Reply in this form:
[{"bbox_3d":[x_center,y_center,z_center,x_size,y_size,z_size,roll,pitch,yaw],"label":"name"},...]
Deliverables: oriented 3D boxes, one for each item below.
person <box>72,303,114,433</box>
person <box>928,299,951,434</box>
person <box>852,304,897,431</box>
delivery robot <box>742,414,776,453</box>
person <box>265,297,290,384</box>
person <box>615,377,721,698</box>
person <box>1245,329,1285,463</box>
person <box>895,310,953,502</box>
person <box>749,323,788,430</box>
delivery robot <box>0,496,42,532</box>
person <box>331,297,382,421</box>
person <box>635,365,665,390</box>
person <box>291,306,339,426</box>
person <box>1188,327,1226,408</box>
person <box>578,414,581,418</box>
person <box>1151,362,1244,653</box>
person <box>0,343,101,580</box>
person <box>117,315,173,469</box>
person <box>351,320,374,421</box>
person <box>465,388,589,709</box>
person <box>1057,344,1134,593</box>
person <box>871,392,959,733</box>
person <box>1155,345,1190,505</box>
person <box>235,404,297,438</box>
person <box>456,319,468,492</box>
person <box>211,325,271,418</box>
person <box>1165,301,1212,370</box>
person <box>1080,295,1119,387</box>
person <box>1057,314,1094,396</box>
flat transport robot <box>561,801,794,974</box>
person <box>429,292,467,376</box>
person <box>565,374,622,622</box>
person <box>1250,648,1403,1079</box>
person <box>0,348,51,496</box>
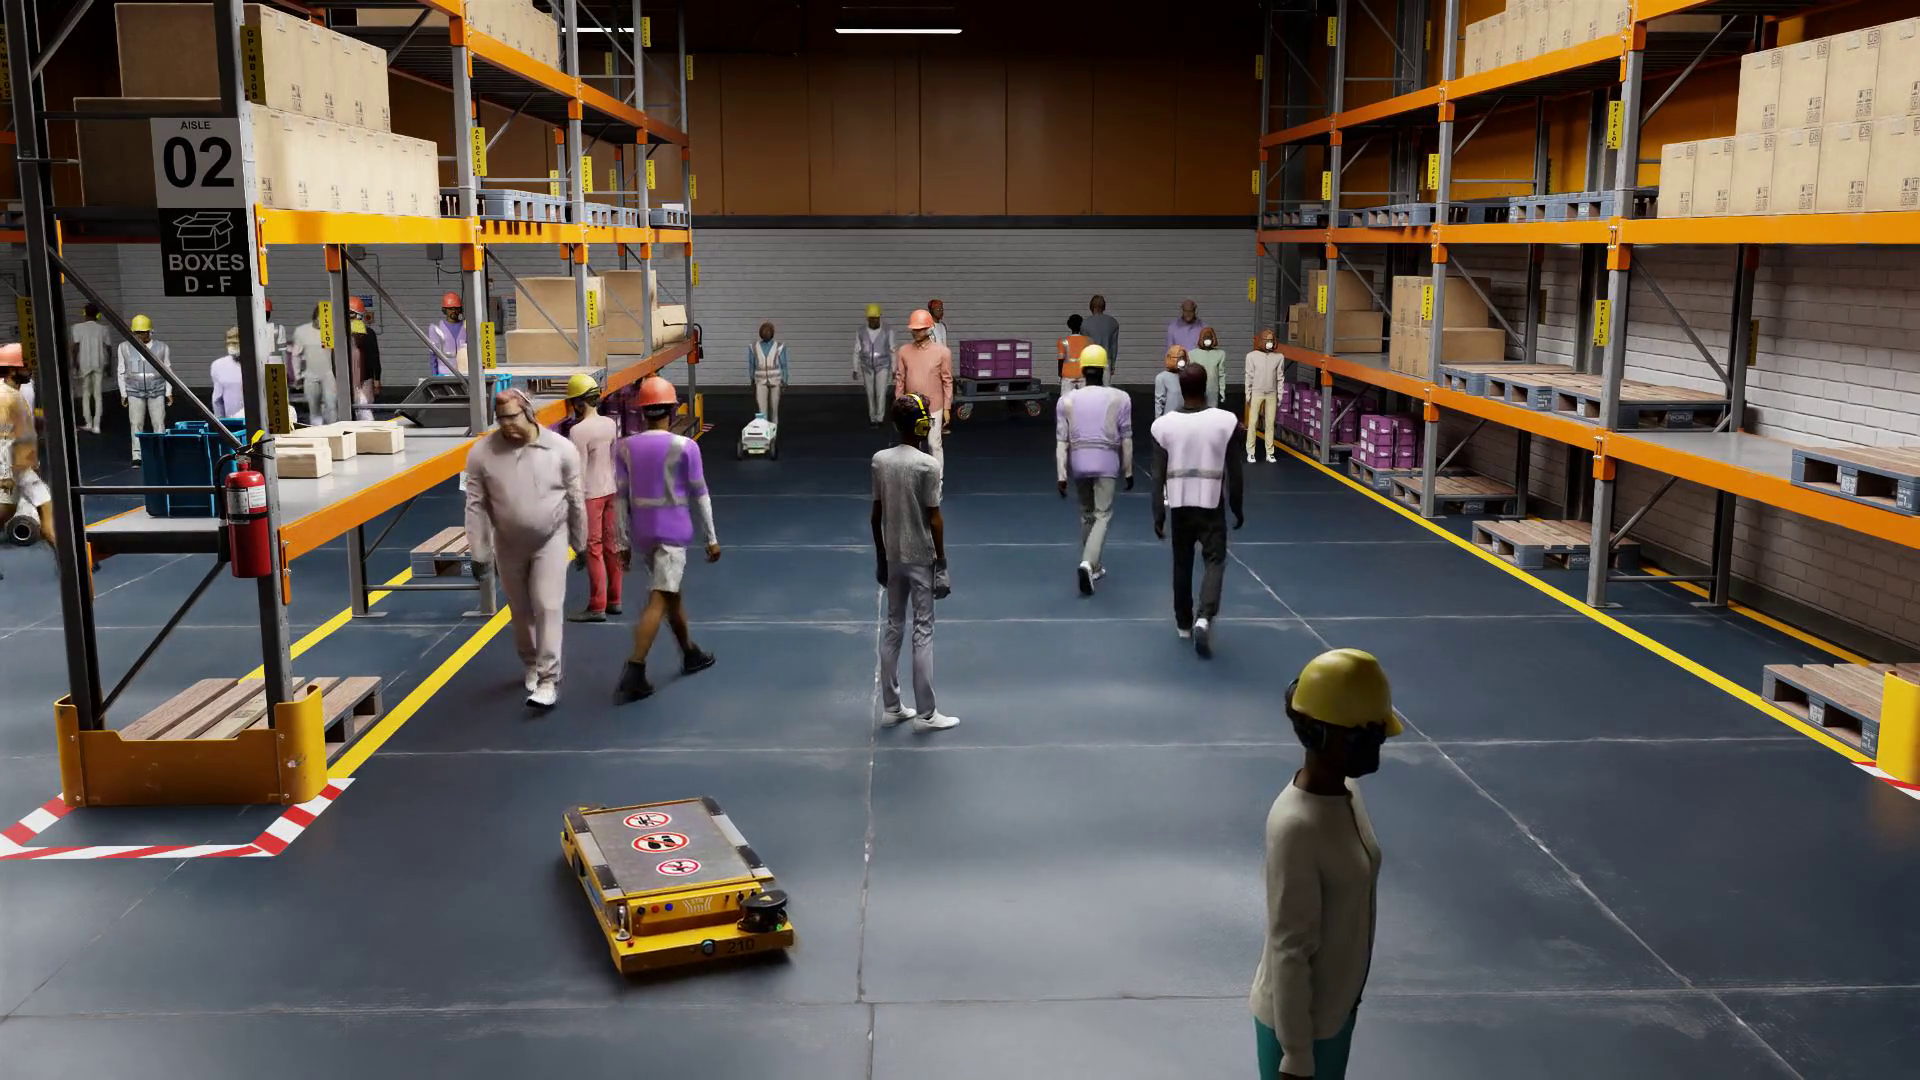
[{"bbox_3d":[-12.250,-2.432,23.495,0.554,1.816,0.672,-6,12,-32],"label":"person"},{"bbox_3d":[-0.345,-2.396,23.137,0.356,1.883,0.573,7,12,34],"label":"person"},{"bbox_3d":[-1.230,-2.423,23.539,0.610,1.785,0.936,2,10,9],"label":"person"},{"bbox_3d":[-2.484,-1.322,20.591,0.477,0.478,0.707,0,10,1],"label":"delivery robot"},{"bbox_3d":[-9.288,-2.278,22.320,0.543,1.939,0.361,-3,11,-17],"label":"person"},{"bbox_3d":[-1.792,-0.036,9.981,0.560,1.884,1.017,5,11,24],"label":"person"},{"bbox_3d":[3.701,-1.747,20.239,0.497,1.629,0.277,-1,10,-8],"label":"person"},{"bbox_3d":[-0.384,-1.372,17.122,0.621,1.989,0.398,4,11,21],"label":"person"},{"bbox_3d":[-2.581,-2.131,22.475,0.524,1.590,0.875,0,10,-2],"label":"person"},{"bbox_3d":[-8.512,-0.284,14.809,0.707,0.478,0.477,-1,10,-7],"label":"delivery robot"},{"bbox_3d":[-7.507,-2.024,20.747,0.622,1.994,0.381,1,10,7],"label":"person"},{"bbox_3d":[-4.791,-2.832,25.485,0.575,1.914,0.625,-2,10,-8],"label":"person"},{"bbox_3d":[-8.146,-2.049,21.197,0.679,1.879,0.823,-1,10,-8],"label":"person"},{"bbox_3d":[3.055,-1.827,20.656,0.501,1.632,0.280,0,10,-2],"label":"person"},{"bbox_3d":[-5.519,-2.583,24.770,0.698,1.658,0.572,-9,14,-43],"label":"person"},{"bbox_3d":[1.564,-0.227,11.022,0.609,1.894,0.848,3,11,17],"label":"person"},{"bbox_3d":[-7.483,-0.607,13.161,0.983,1.895,0.570,-5,11,-27],"label":"person"},{"bbox_3d":[-9.660,-1.756,19.742,0.588,1.822,0.403,-5,11,-25],"label":"person"},{"bbox_3d":[-7.261,-1.762,19.982,0.402,1.744,0.530,-8,13,-39],"label":"person"},{"bbox_3d":[-2.500,0.044,9.639,0.673,1.855,0.997,-1,10,-6],"label":"person"},{"bbox_3d":[1.020,-0.559,12.873,0.586,1.901,0.879,4,11,20],"label":"person"},{"bbox_3d":[-0.262,0.123,9.135,0.518,1.873,0.328,8,13,39],"label":"person"},{"bbox_3d":[2.204,-1.177,17.037,0.500,1.633,0.279,-7,12,-34],"label":"person"},{"bbox_3d":[-5.603,-0.543,13.534,0.531,1.621,0.393,-10,14,-44],"label":"person"},{"bbox_3d":[-5.211,-1.477,17.921,0.399,1.919,0.582,0,10,2],"label":"person"},{"bbox_3d":[-6.556,-1.012,15.303,0.646,1.924,0.467,1,10,8],"label":"person"},{"bbox_3d":[3.160,-2.347,22.919,0.657,1.857,0.965,1,10,4],"label":"person"},{"bbox_3d":[1.929,-2.469,23.386,0.628,1.940,0.373,-5,11,-27],"label":"person"},{"bbox_3d":[1.578,-2.234,22.741,0.536,1.699,0.322,-1,10,-8],"label":"person"},{"bbox_3d":[-1.191,1.347,6.774,0.652,0.197,1.431,-4,11,-21],"label":"flat transport robot"},{"bbox_3d":[-6.407,-2.115,21.123,0.605,2.045,0.377,-6,12,-28],"label":"person"},{"bbox_3d":[-2.616,-0.296,11.785,0.327,1.760,0.524,3,11,19],"label":"person"},{"bbox_3d":[0.854,1.113,3.916,0.318,1.766,0.533,5,11,24],"label":"person"},{"bbox_3d":[-8.294,-0.816,14.582,0.616,1.800,0.949,3,11,16],"label":"person"}]
